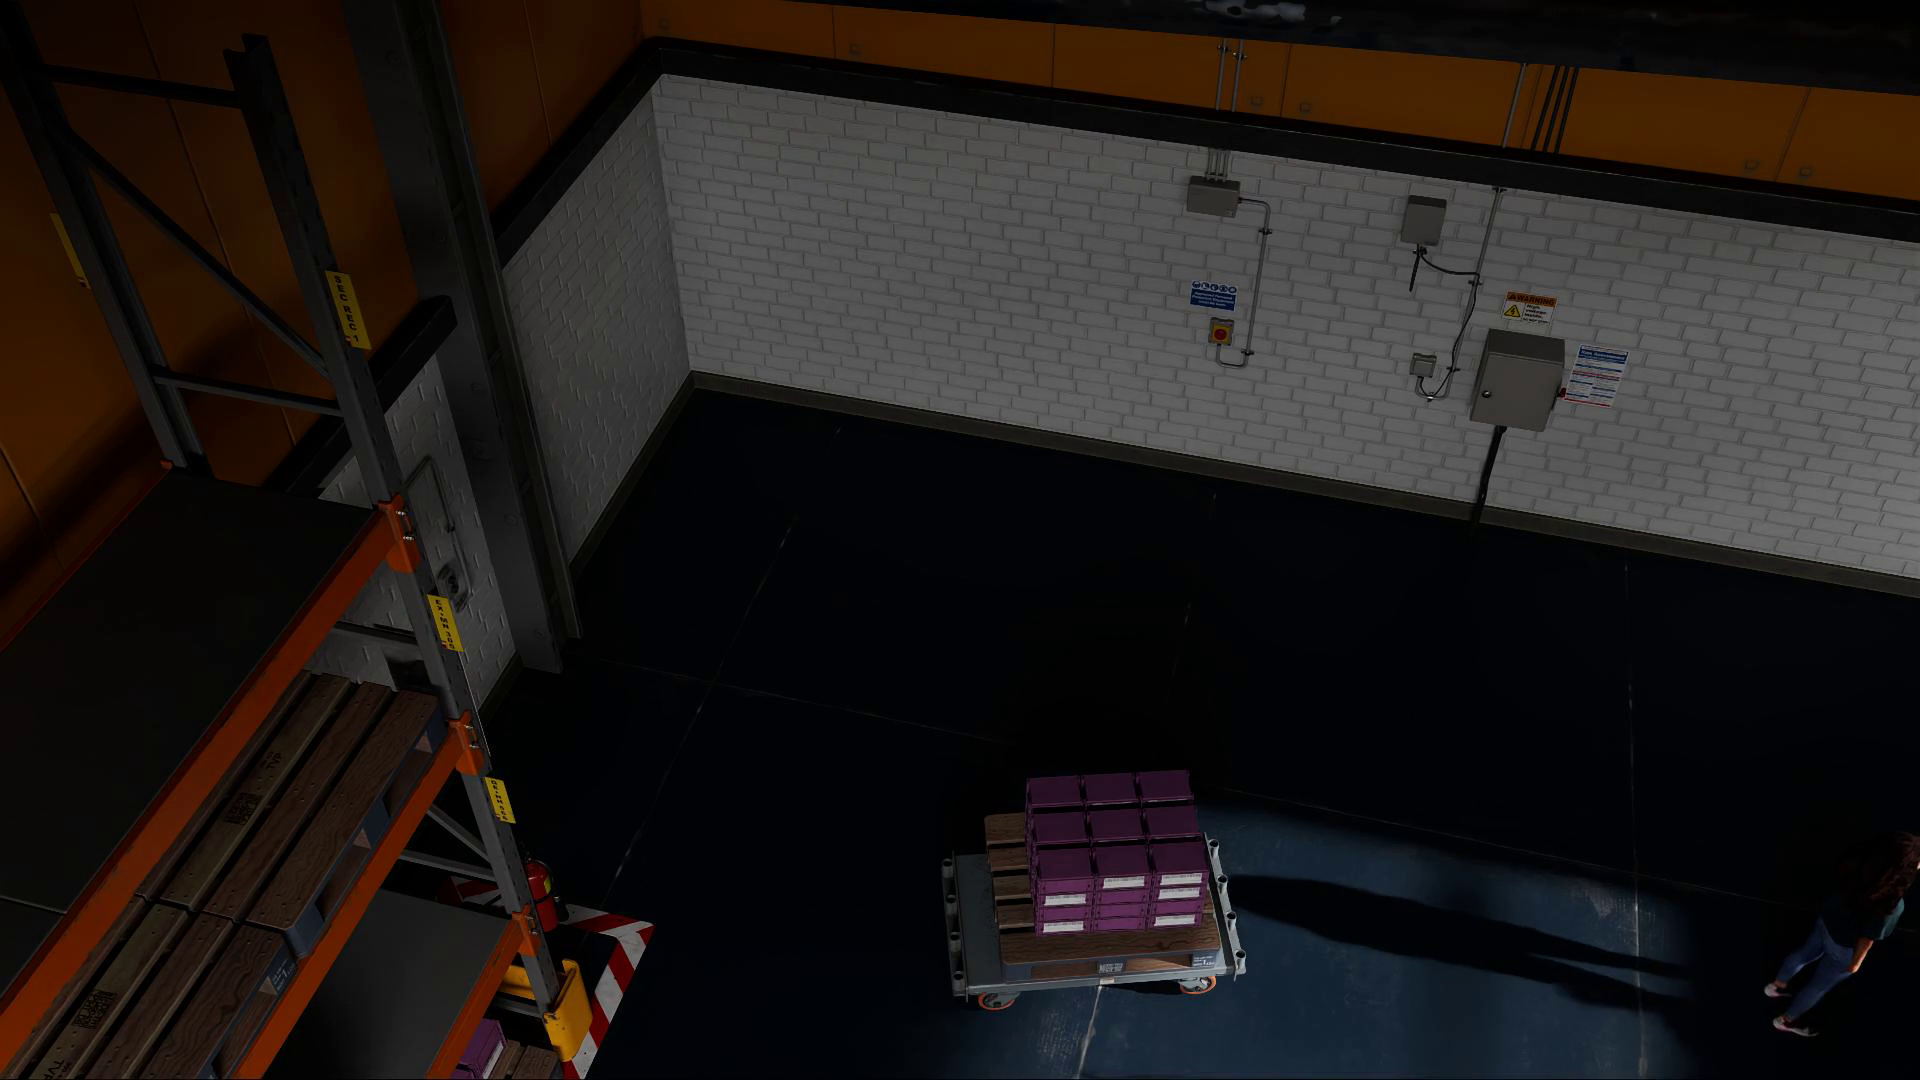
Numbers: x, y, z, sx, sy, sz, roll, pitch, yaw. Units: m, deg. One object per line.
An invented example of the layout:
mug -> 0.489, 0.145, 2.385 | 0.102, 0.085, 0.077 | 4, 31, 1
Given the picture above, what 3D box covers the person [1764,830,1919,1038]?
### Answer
person -> 4.724, 2.092, 8.903 | 0.690, 1.613, 0.576 | 3, 44, 3
